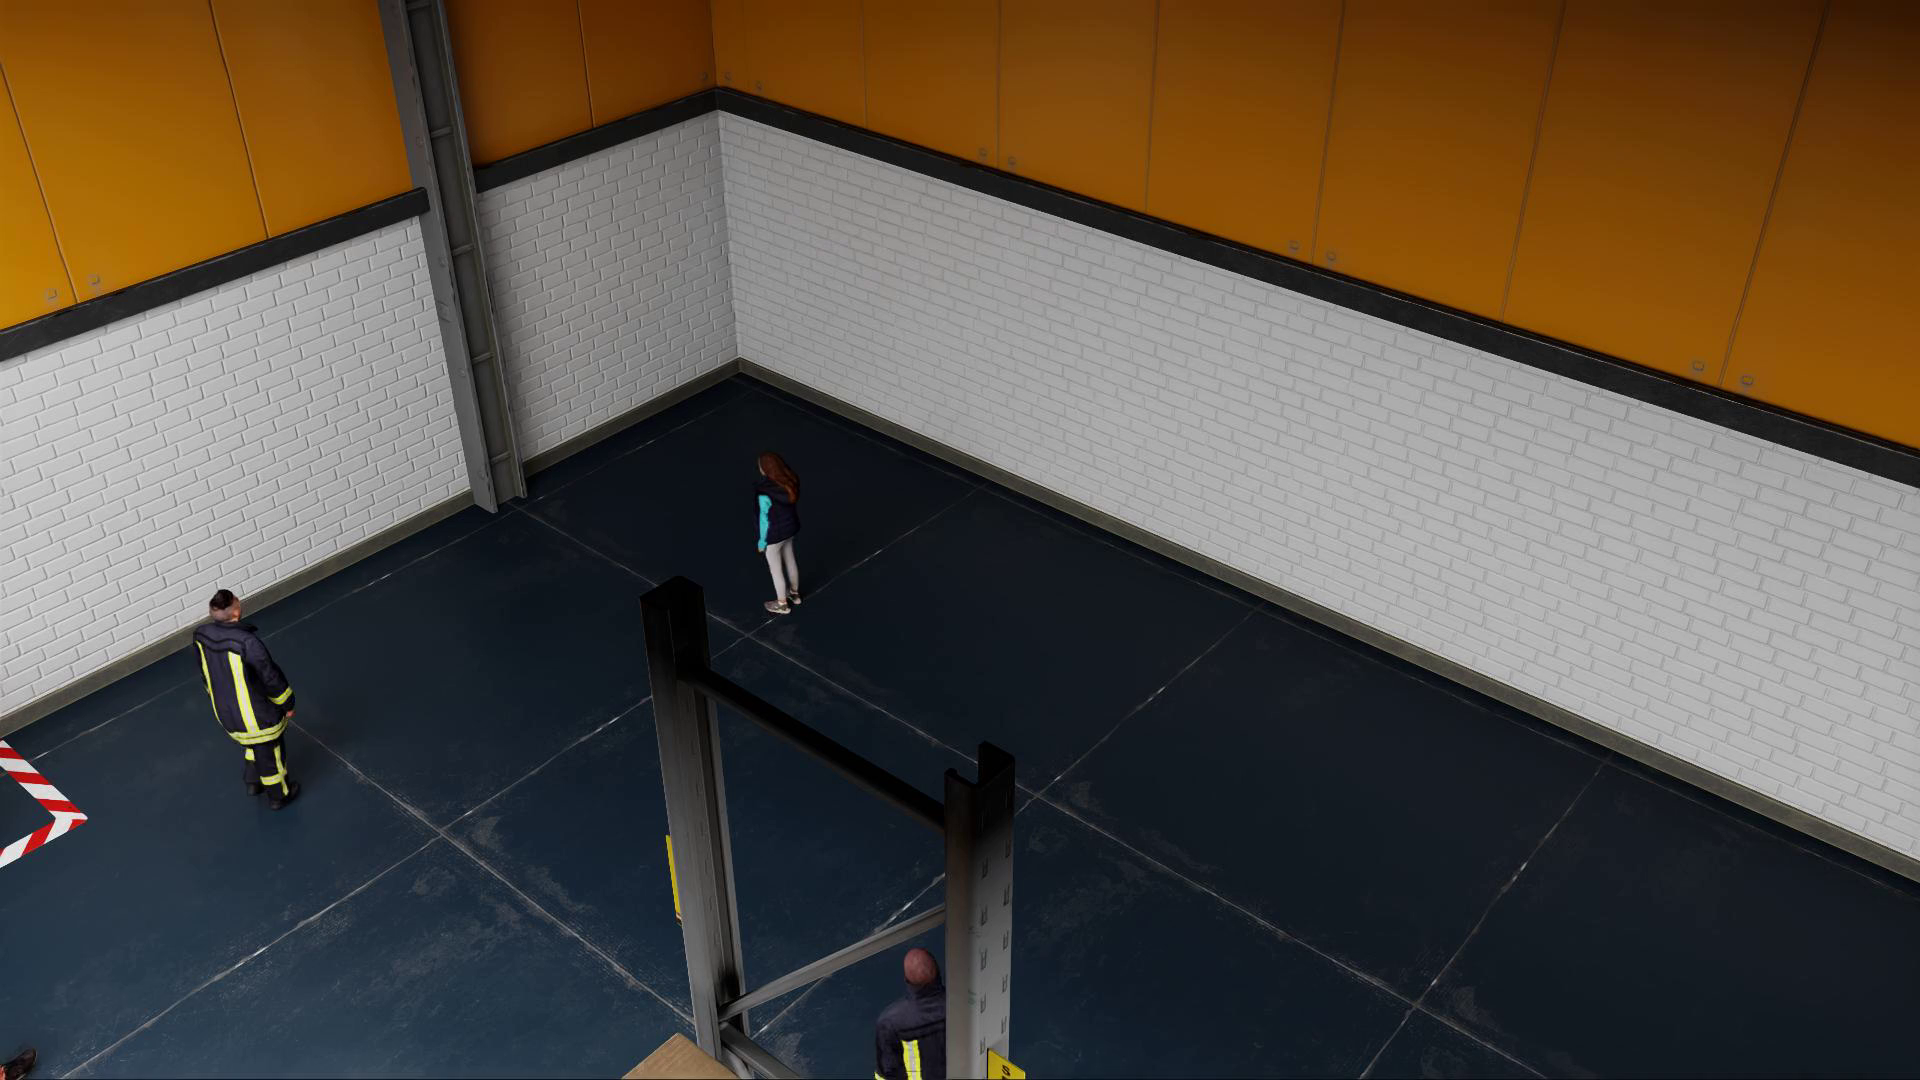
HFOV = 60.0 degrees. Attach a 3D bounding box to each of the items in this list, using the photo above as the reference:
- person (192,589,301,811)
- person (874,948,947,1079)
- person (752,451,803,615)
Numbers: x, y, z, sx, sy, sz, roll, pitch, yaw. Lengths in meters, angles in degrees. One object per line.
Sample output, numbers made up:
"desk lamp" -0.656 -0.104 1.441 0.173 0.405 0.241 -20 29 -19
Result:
"person" -4.936 1.134 11.411 0.885 1.854 0.864 10 35 15
"person" -0.136 2.870 8.836 0.977 1.815 1.022 -10 35 -14
"person" -1.470 -0.078 13.554 0.681 1.502 0.563 20 38 27
